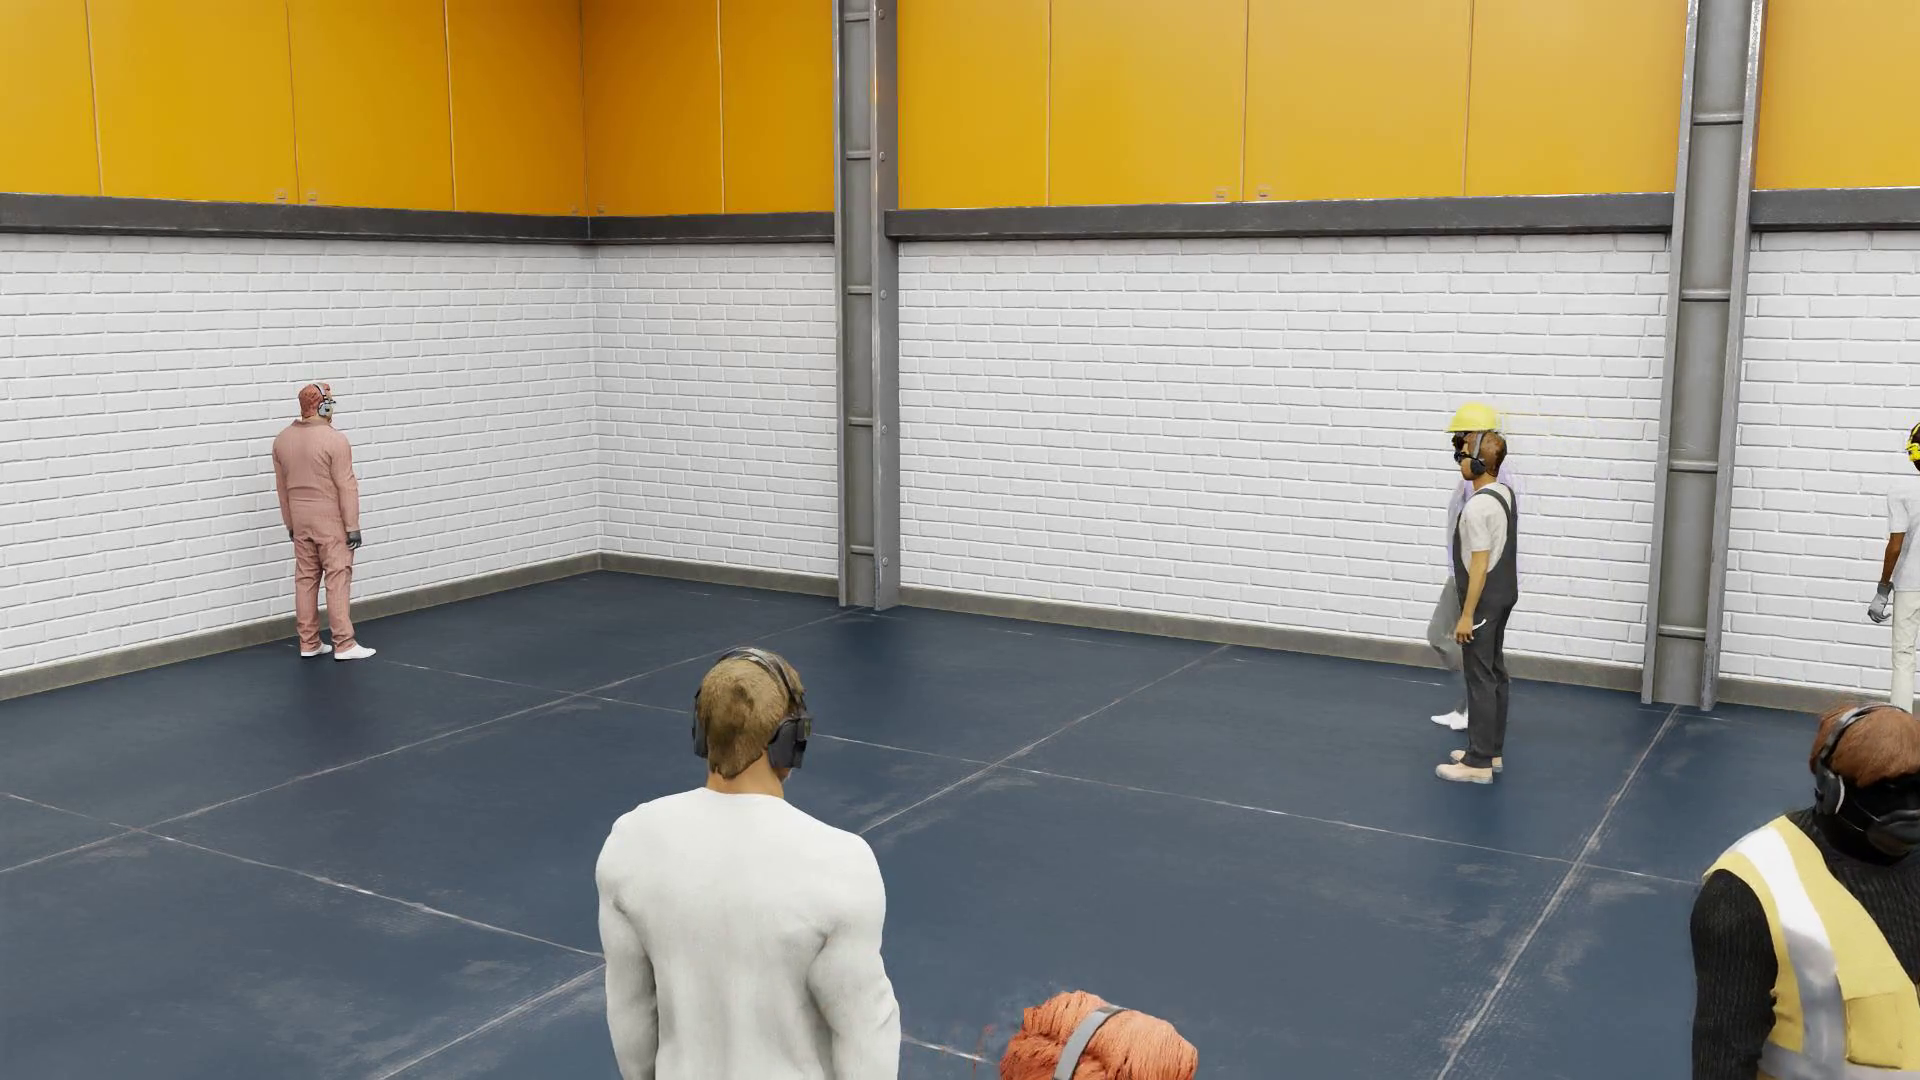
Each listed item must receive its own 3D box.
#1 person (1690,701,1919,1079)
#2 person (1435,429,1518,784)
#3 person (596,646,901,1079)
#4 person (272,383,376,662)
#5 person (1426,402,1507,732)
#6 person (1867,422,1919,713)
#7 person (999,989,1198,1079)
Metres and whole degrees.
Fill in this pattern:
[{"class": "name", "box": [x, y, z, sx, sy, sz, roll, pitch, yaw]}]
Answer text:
[{"class": "person", "box": [1.766, 1.213, 3.311, 0.661, 1.833, 0.453, -1, 9, -7]}, {"class": "person", "box": [2.709, 0.346, 8.668, 0.351, 1.847, 0.507, 6, 11, 35]}, {"class": "person", "box": [-0.399, 1.165, 3.276, 0.627, 1.937, 0.370, 4, 10, 24]}, {"class": "person", "box": [-4.348, -0.119, 11.384, 0.638, 1.909, 0.408, 4, 10, 22]}, {"class": "person", "box": [2.927, 0.162, 9.592, 0.395, 1.910, 0.590, 5, 10, 27]}, {"class": "person", "box": [5.211, 0.279, 9.033, 0.516, 1.865, 0.329, -1, 9, -3]}, {"class": "person", "box": [0.100, 1.408, 1.978, 0.607, 1.867, 0.590, 5, 10, 27]}]
